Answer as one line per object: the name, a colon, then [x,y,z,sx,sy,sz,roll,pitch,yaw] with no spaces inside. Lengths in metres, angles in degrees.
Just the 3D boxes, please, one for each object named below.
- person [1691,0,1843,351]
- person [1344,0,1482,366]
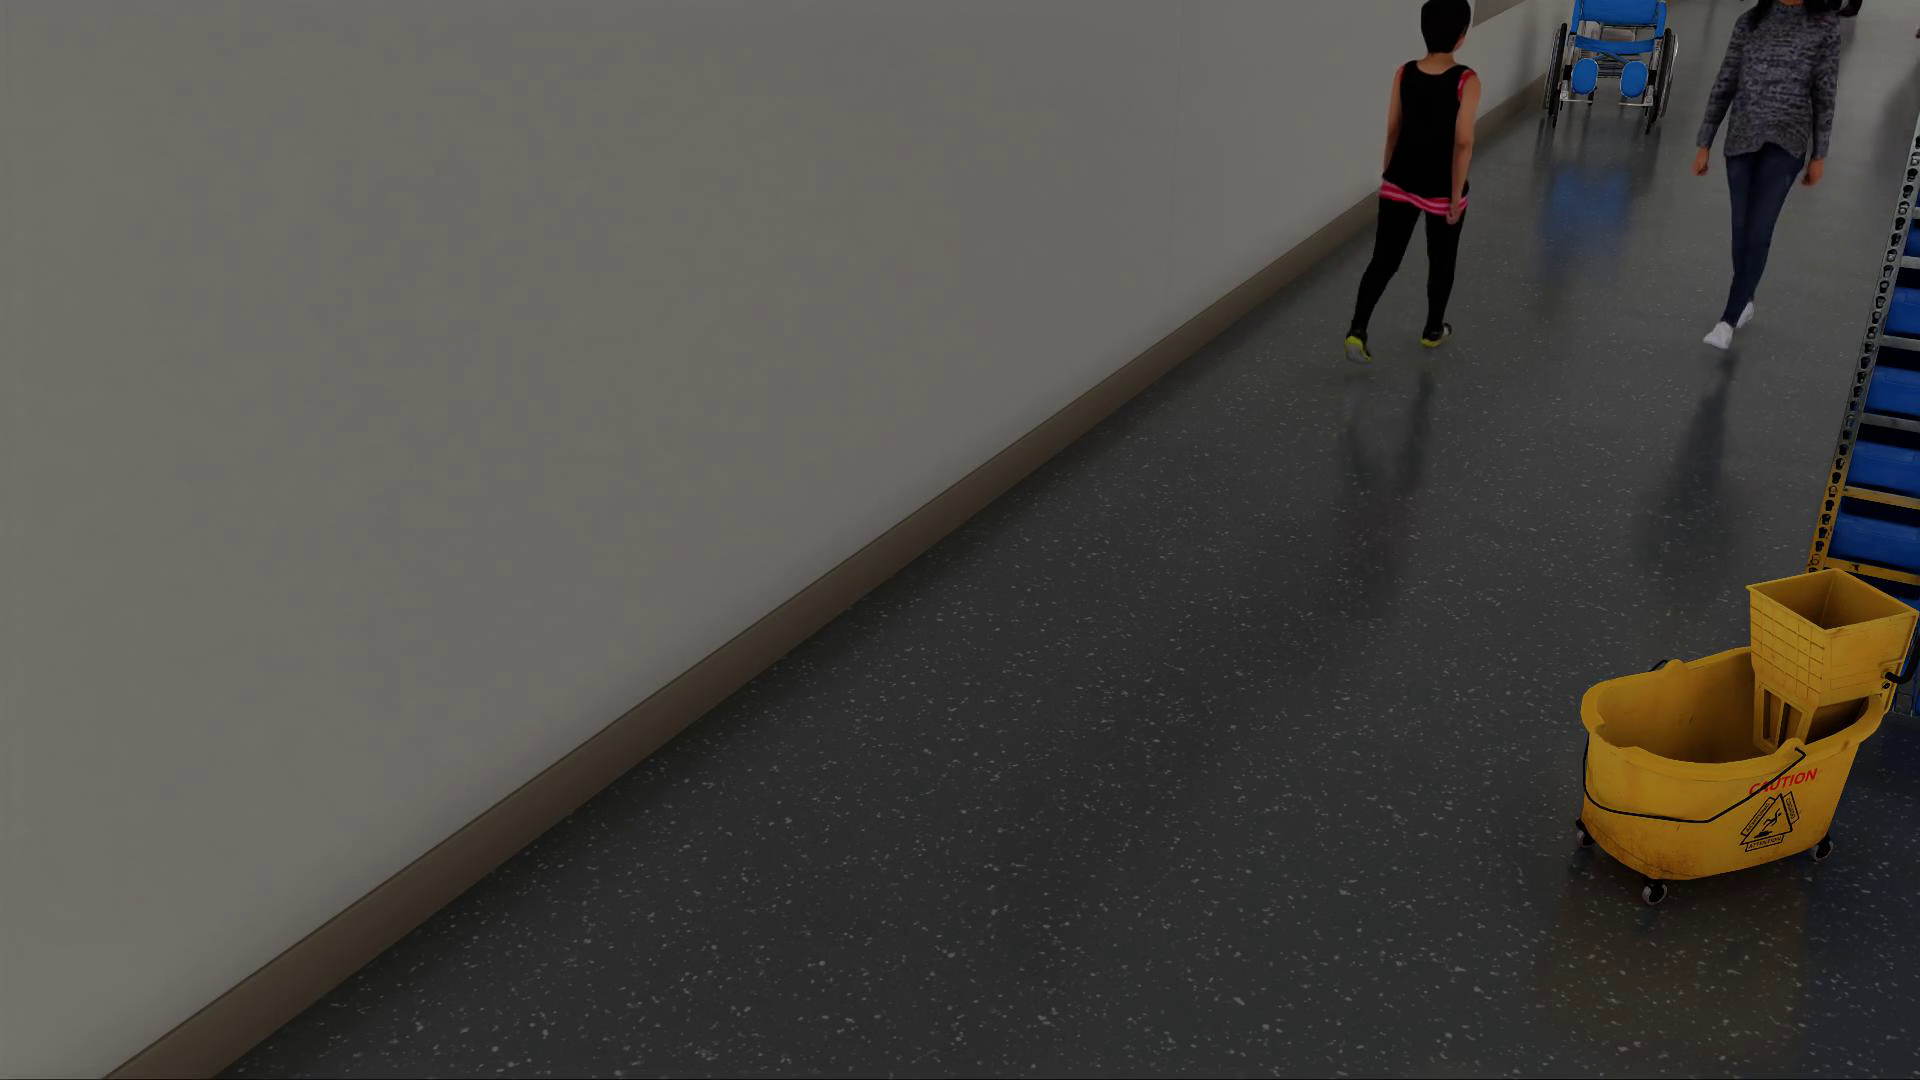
person: [3.548,-1.718,7.265,1.023,1.701,0.871,23,34,39]
person: [1.887,-1.451,6.923,1.002,1.518,0.685,17,31,32]
